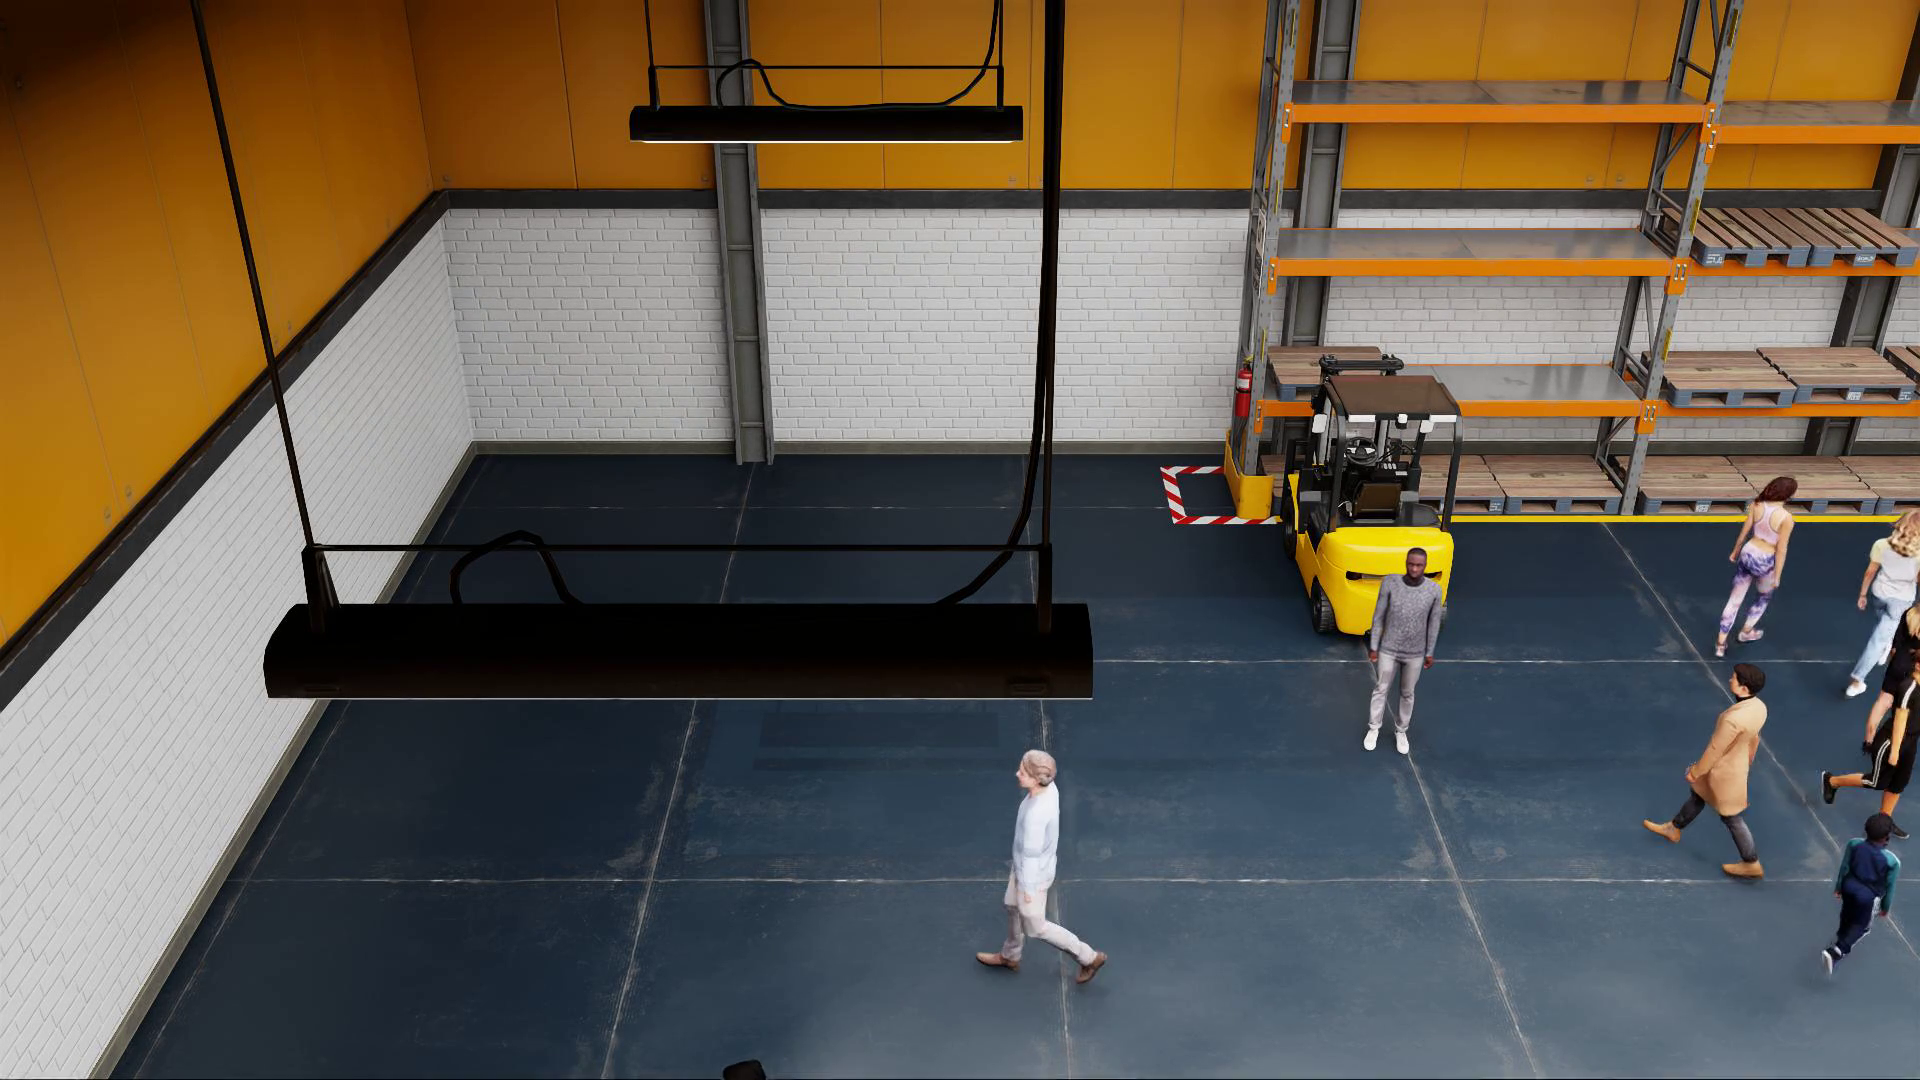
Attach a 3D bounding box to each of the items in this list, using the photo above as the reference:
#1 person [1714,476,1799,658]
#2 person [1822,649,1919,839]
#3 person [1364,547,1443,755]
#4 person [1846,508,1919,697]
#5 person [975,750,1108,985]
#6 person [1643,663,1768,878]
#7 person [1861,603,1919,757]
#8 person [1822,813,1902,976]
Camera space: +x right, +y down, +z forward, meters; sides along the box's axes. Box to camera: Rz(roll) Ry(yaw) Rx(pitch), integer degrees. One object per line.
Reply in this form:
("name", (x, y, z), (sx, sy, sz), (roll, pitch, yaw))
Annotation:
("person", (7.013, 0.278, 14.676), (1.048, 1.729, 0.966), (-23, 36, -36))
("person", (6.988, 1.486, 12.548), (0.935, 1.647, 0.944), (-21, 35, -34))
("person", (3.583, 0.871, 13.476), (0.564, 1.839, 0.782), (6, 29, 10))
("person", (7.901, 0.587, 14.186), (1.232, 1.656, 1.161), (-24, 37, -37))
("person", (0.561, 2.199, 11.009), (1.175, 1.869, 0.770), (4, 29, 7))
("person", (5.658, 1.712, 12.092), (1.210, 1.688, 1.092), (22, 36, 35))
("person", (7.568, 1.069, 13.284), (0.605, 1.674, 0.626), (-15, 32, -26))
("person", (6.101, 2.405, 11.284), (0.874, 1.243, 0.750), (-19, 34, -31))
